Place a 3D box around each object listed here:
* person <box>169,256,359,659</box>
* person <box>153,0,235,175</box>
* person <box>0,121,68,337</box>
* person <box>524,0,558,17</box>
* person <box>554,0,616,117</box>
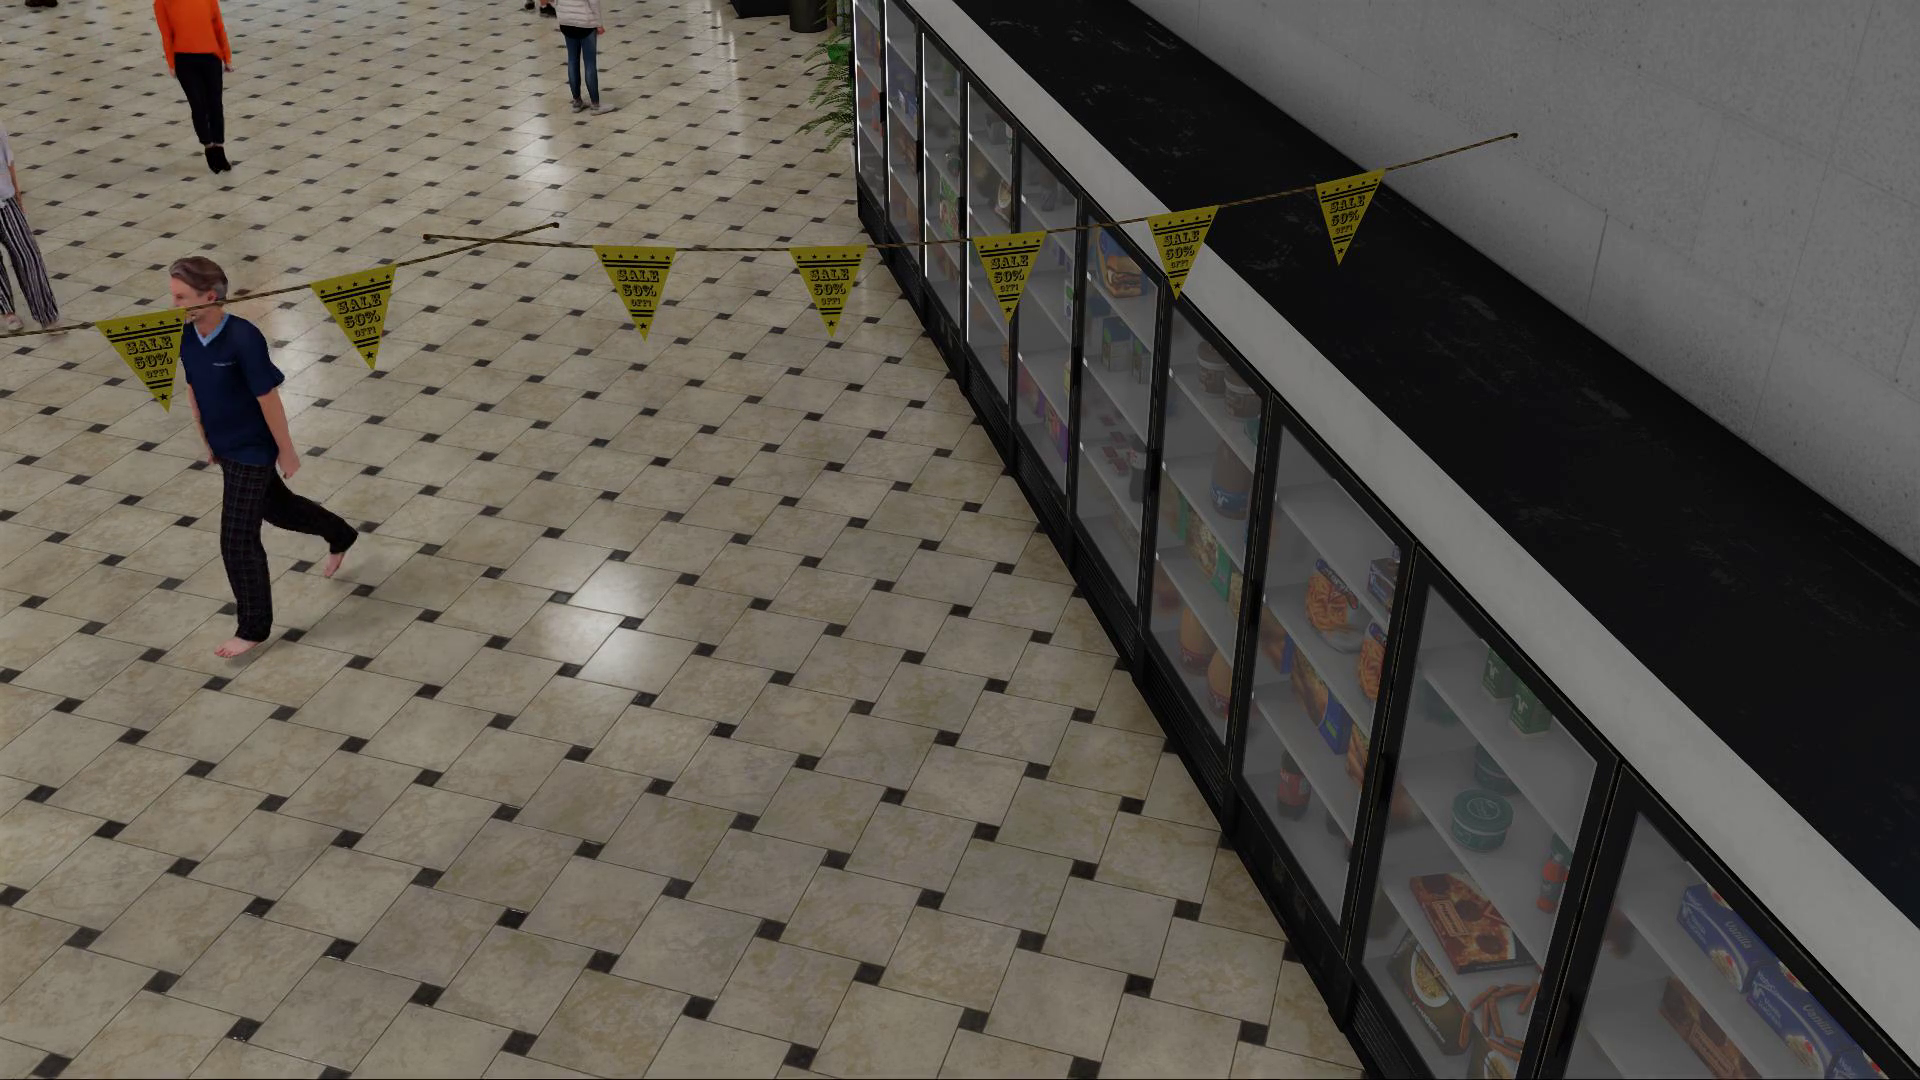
[{"bbox_3d":[-3.198,-0.442,7.630,1.161,1.827,1.238,18,36,27],"label":"person"},{"bbox_3d":[-6.010,-3.757,13.045,0.708,1.736,0.798,-24,39,-34],"label":"person"},{"bbox_3d":[-6.139,-2.086,10.436,1.005,1.653,0.988,-25,40,-34],"label":"person"},{"bbox_3d":[-4.434,-6.300,17.170,0.797,1.694,0.847,26,40,35],"label":"person"},{"bbox_3d":[-3.290,-4.497,14.326,0.685,1.637,0.760,14,35,22],"label":"person"}]
